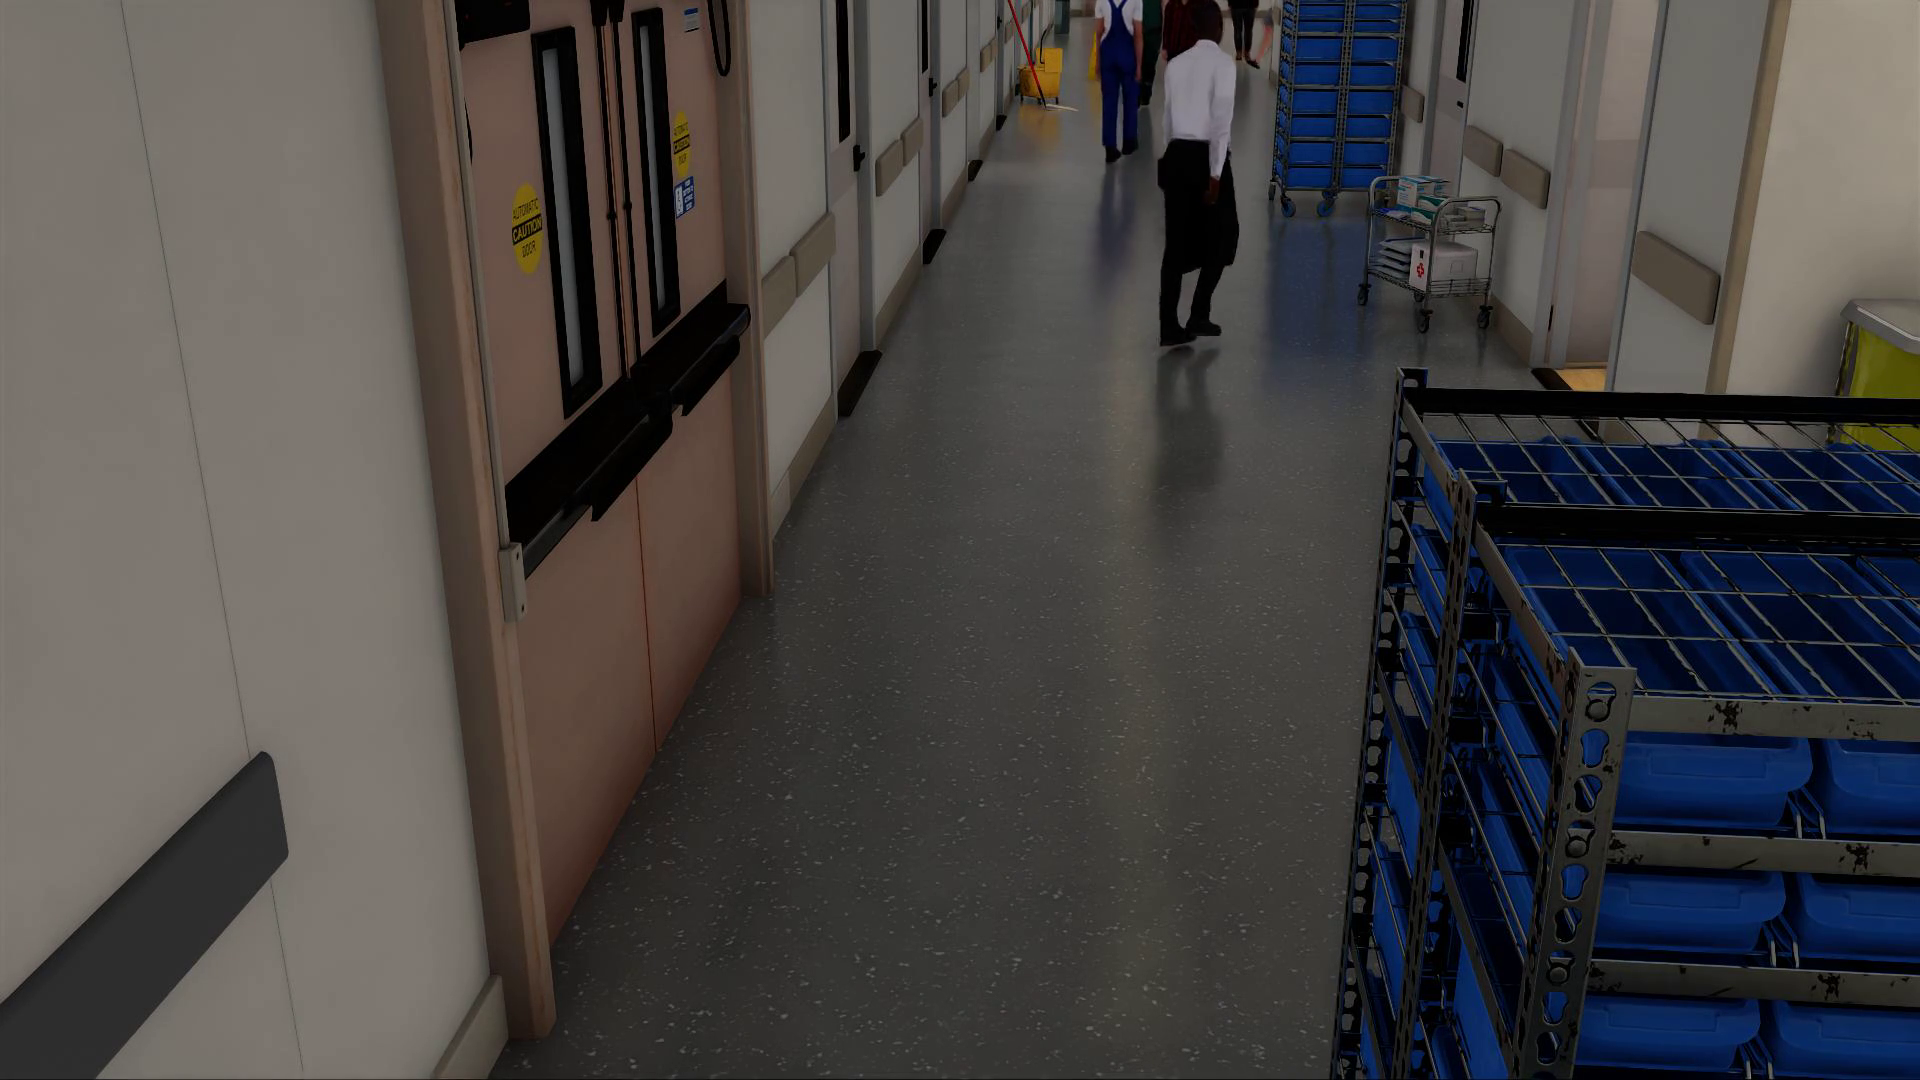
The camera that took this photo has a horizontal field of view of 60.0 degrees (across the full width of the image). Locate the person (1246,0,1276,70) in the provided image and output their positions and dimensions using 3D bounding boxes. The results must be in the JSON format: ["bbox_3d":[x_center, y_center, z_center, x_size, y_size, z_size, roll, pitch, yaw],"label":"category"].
[{"bbox_3d":[4.796,-7.808,24.438,1.180,1.782,1.167,-14,25,-32],"label":"person"}]

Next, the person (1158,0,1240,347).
[{"bbox_3d":[1.231,-1.915,8.859,0.921,1.797,0.857,-15,25,-34],"label":"person"}]

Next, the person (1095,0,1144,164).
[{"bbox_3d":[1.455,-4.461,15.541,0.793,1.826,1.090,6,22,16],"label":"person"}]

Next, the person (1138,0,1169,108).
[{"bbox_3d":[2.228,-6.089,19.862,0.655,1.805,1.042,1,21,3],"label":"person"}]

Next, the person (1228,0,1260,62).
[{"bbox_3d":[4.448,-8.415,26.157,0.676,1.700,0.931,3,21,8],"label":"person"}]

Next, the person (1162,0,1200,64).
[{"bbox_3d":[2.384,-5.258,17.930,0.736,1.623,1.108,7,22,17],"label":"person"}]
